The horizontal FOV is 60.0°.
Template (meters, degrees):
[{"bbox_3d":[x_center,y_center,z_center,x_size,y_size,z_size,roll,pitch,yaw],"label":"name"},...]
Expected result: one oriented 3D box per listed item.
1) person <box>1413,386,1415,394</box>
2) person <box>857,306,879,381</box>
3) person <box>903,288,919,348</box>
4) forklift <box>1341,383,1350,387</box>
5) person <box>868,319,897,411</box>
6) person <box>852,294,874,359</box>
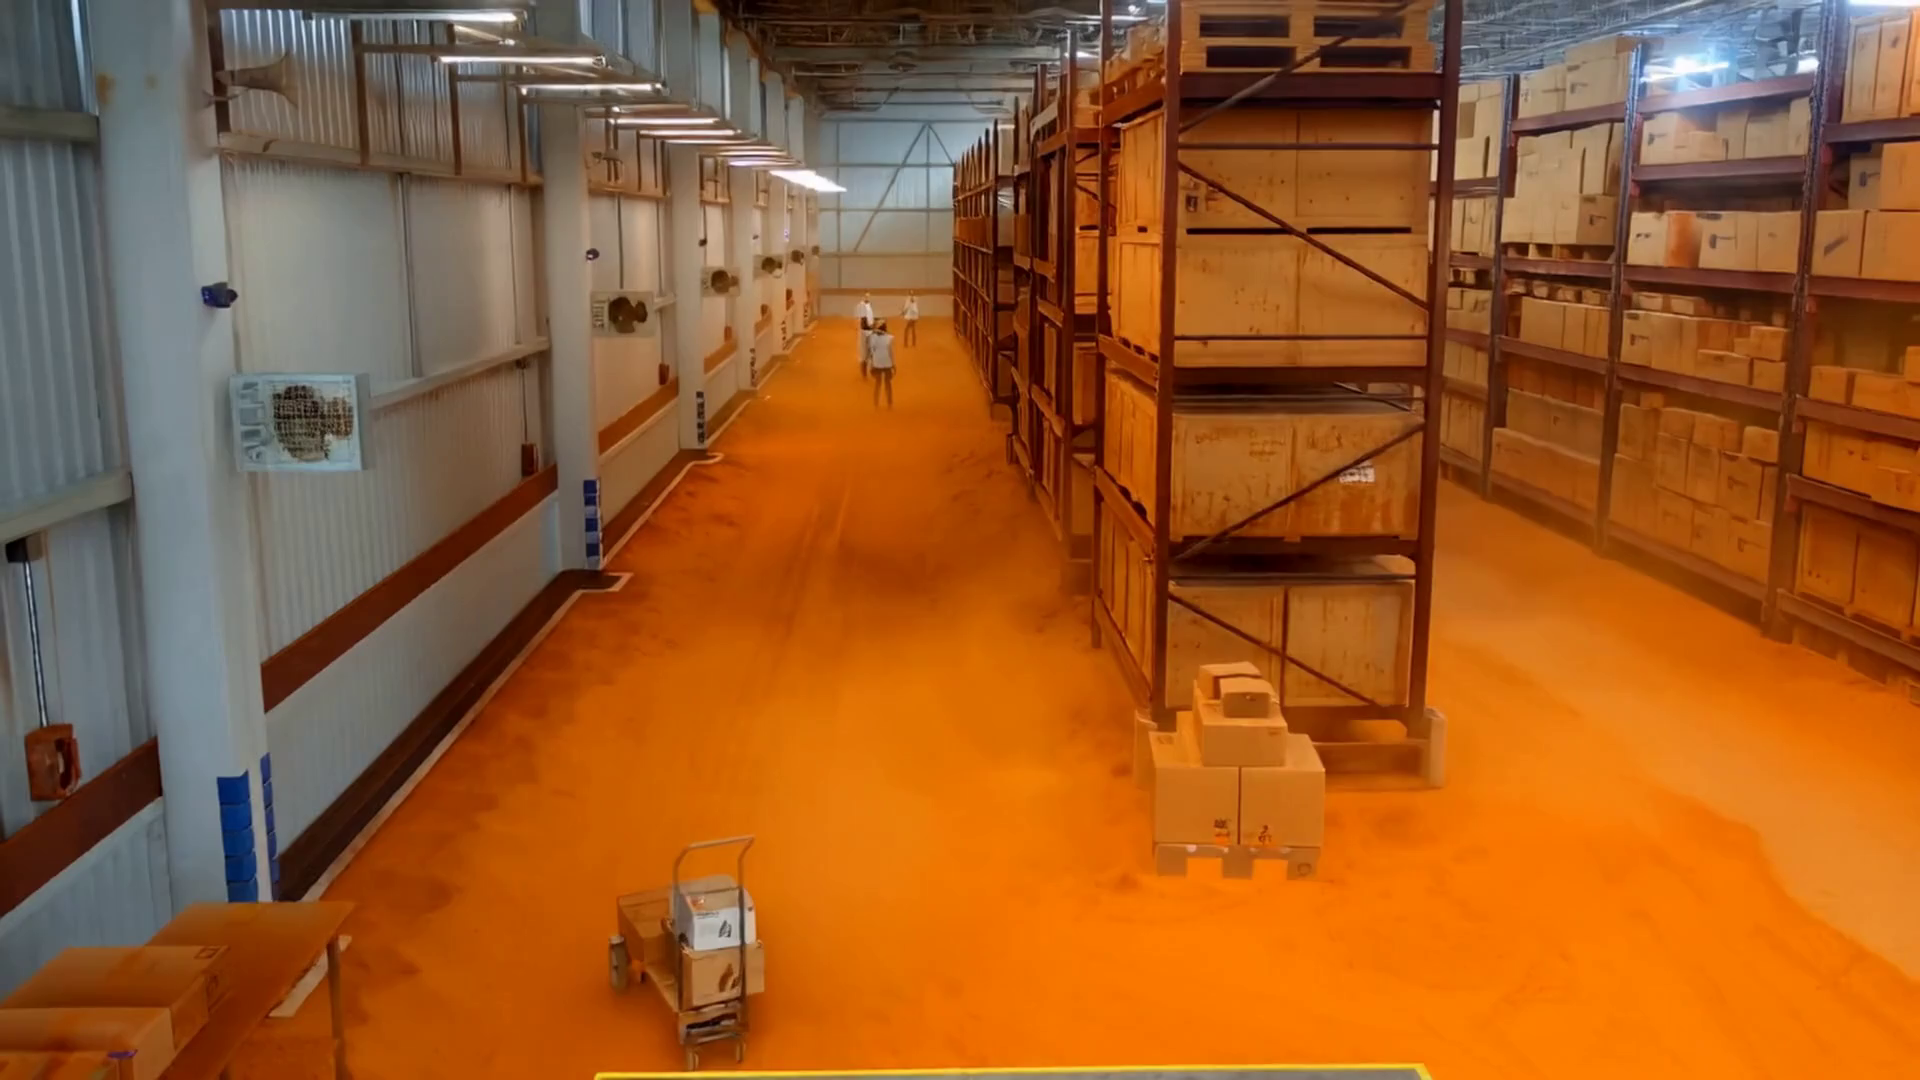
[{"bbox_3d":[10.800,-4.386,39.245,0.670,1.889,0.447,2,11,9],"label":"person"},{"bbox_3d":[-2.344,-5.034,42.591,0.599,1.907,0.405,-2,11,-8],"label":"person"},{"bbox_3d":[-1.579,-7.155,53.579,0.544,1.926,0.400,-4,12,-22],"label":"person"},{"bbox_3d":[4.687,-1.391,21.088,1.873,2.768,1.129,0,11,-2],"label":"forklift"},{"bbox_3d":[-1.663,-3.756,35.728,0.613,1.988,0.403,-3,11,-16],"label":"person"},{"bbox_3d":[-2.863,-6.324,49.290,0.654,1.906,0.408,0,11,-1],"label":"person"}]
